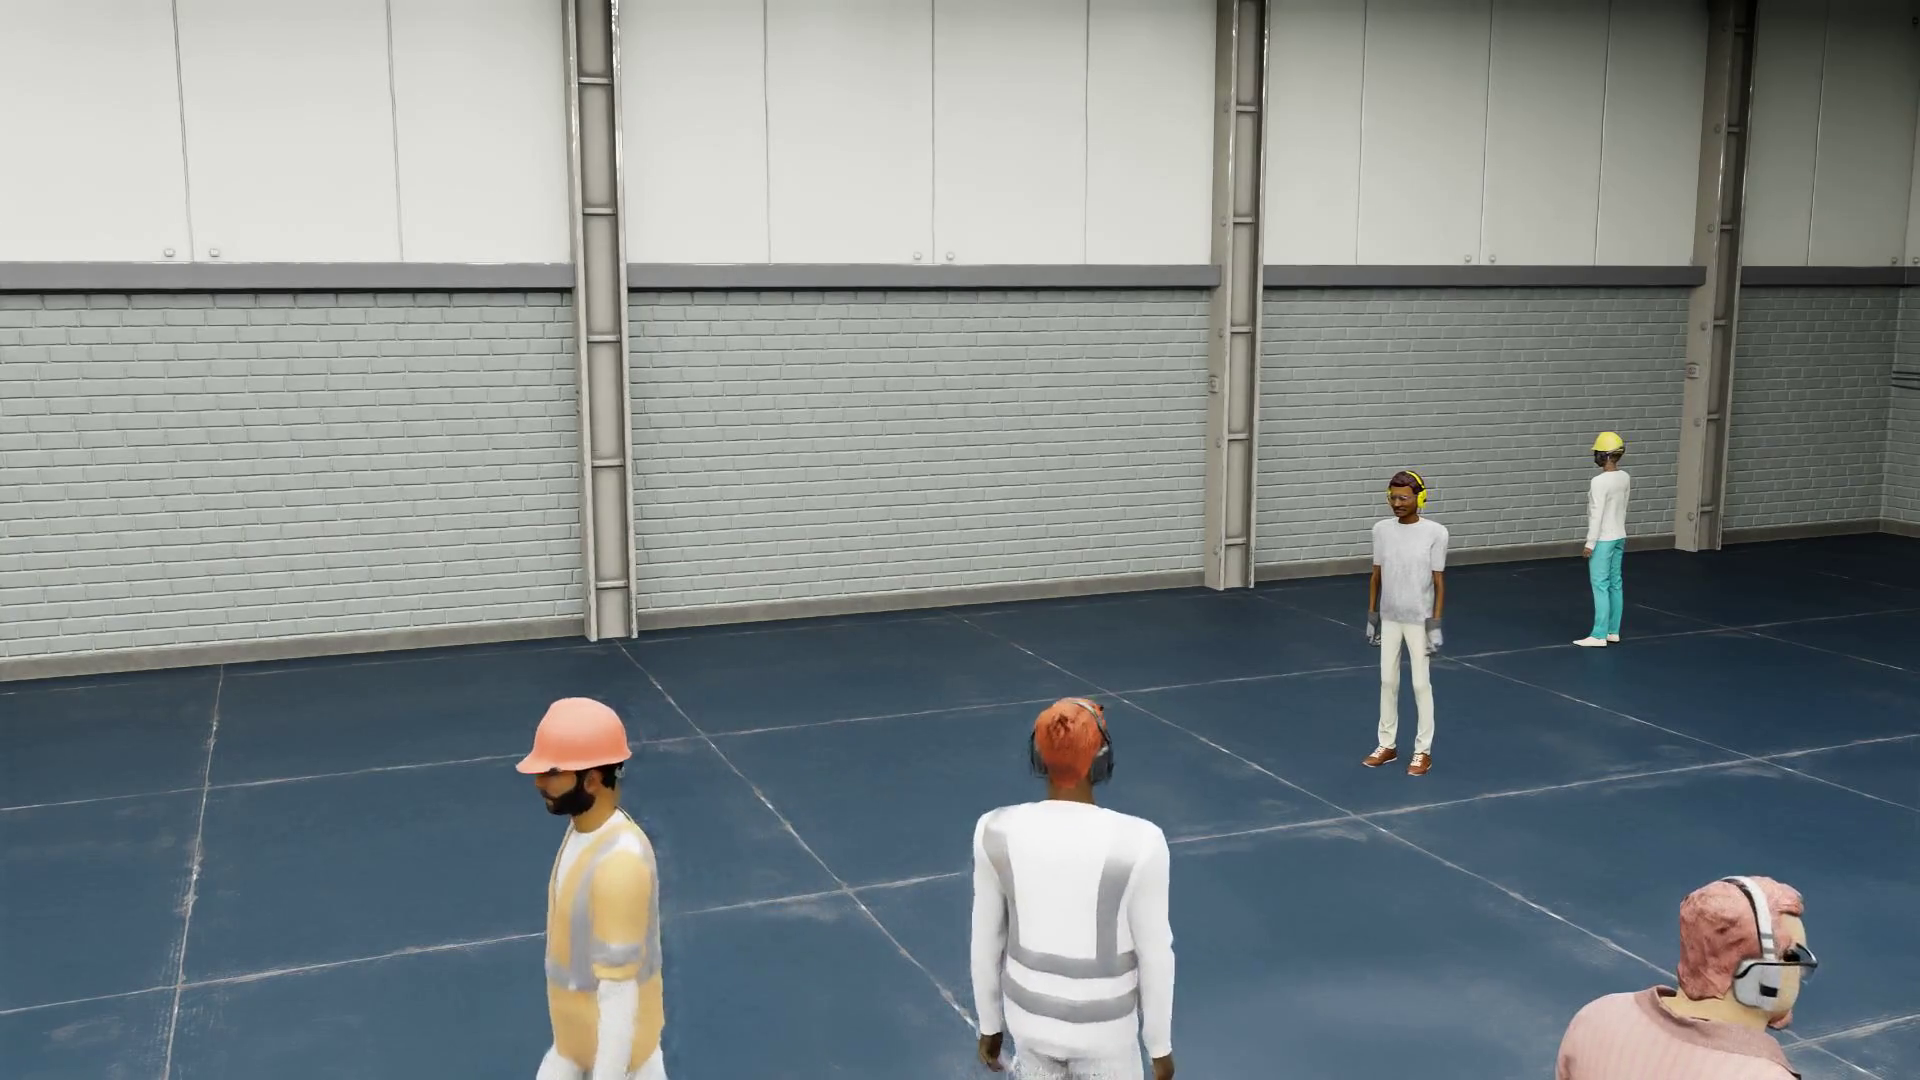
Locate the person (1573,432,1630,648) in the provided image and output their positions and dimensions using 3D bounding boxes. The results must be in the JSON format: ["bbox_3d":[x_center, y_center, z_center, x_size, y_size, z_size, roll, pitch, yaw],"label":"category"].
[{"bbox_3d":[5.255,-0.001,13.585,0.533,1.768,0.311,-8,12,-42],"label":"person"}]

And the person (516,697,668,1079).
[{"bbox_3d":[-0.970,1.359,4.664,0.972,1.895,0.556,-4,10,-26],"label":"person"}]

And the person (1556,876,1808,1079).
[{"bbox_3d":[1.458,1.576,3.251,0.401,1.904,0.650,-4,10,-22],"label":"person"}]

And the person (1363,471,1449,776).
[{"bbox_3d":[2.718,0.500,10.154,0.514,1.864,0.312,7,12,38],"label":"person"}]

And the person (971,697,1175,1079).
[{"bbox_3d":[0.302,1.366,4.659,0.596,1.872,0.518,4,10,23],"label":"person"}]
